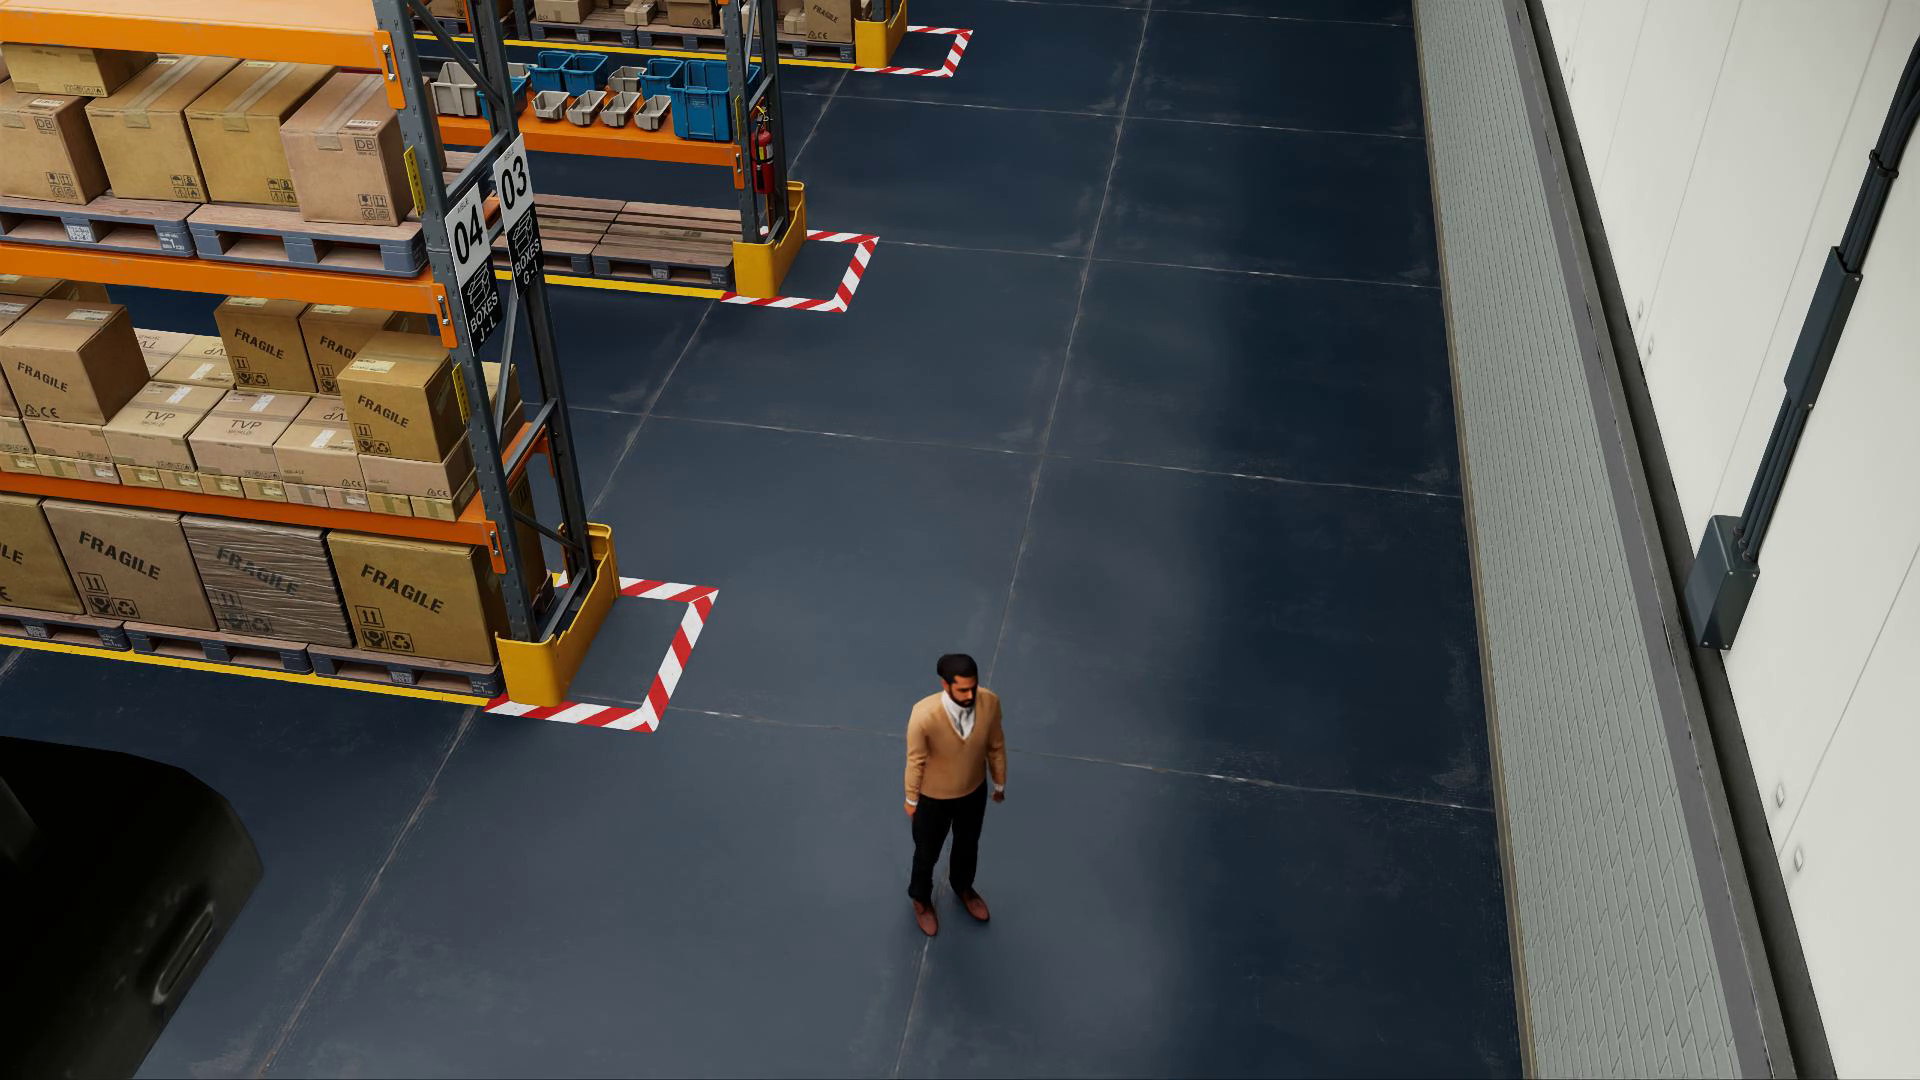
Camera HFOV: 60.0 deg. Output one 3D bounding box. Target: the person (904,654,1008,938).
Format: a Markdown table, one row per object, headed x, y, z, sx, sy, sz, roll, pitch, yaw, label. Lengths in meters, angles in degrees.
| x | y | z | sx | sy | sz | roll | pitch | yaw | label |
| --- | --- | --- | --- | --- | --- | --- | --- | --- | --- |
| -0.053 | 1.224 | 8.287 | 0.724 | 1.752 | 0.829 | -15 | 40 | -18 | person |
